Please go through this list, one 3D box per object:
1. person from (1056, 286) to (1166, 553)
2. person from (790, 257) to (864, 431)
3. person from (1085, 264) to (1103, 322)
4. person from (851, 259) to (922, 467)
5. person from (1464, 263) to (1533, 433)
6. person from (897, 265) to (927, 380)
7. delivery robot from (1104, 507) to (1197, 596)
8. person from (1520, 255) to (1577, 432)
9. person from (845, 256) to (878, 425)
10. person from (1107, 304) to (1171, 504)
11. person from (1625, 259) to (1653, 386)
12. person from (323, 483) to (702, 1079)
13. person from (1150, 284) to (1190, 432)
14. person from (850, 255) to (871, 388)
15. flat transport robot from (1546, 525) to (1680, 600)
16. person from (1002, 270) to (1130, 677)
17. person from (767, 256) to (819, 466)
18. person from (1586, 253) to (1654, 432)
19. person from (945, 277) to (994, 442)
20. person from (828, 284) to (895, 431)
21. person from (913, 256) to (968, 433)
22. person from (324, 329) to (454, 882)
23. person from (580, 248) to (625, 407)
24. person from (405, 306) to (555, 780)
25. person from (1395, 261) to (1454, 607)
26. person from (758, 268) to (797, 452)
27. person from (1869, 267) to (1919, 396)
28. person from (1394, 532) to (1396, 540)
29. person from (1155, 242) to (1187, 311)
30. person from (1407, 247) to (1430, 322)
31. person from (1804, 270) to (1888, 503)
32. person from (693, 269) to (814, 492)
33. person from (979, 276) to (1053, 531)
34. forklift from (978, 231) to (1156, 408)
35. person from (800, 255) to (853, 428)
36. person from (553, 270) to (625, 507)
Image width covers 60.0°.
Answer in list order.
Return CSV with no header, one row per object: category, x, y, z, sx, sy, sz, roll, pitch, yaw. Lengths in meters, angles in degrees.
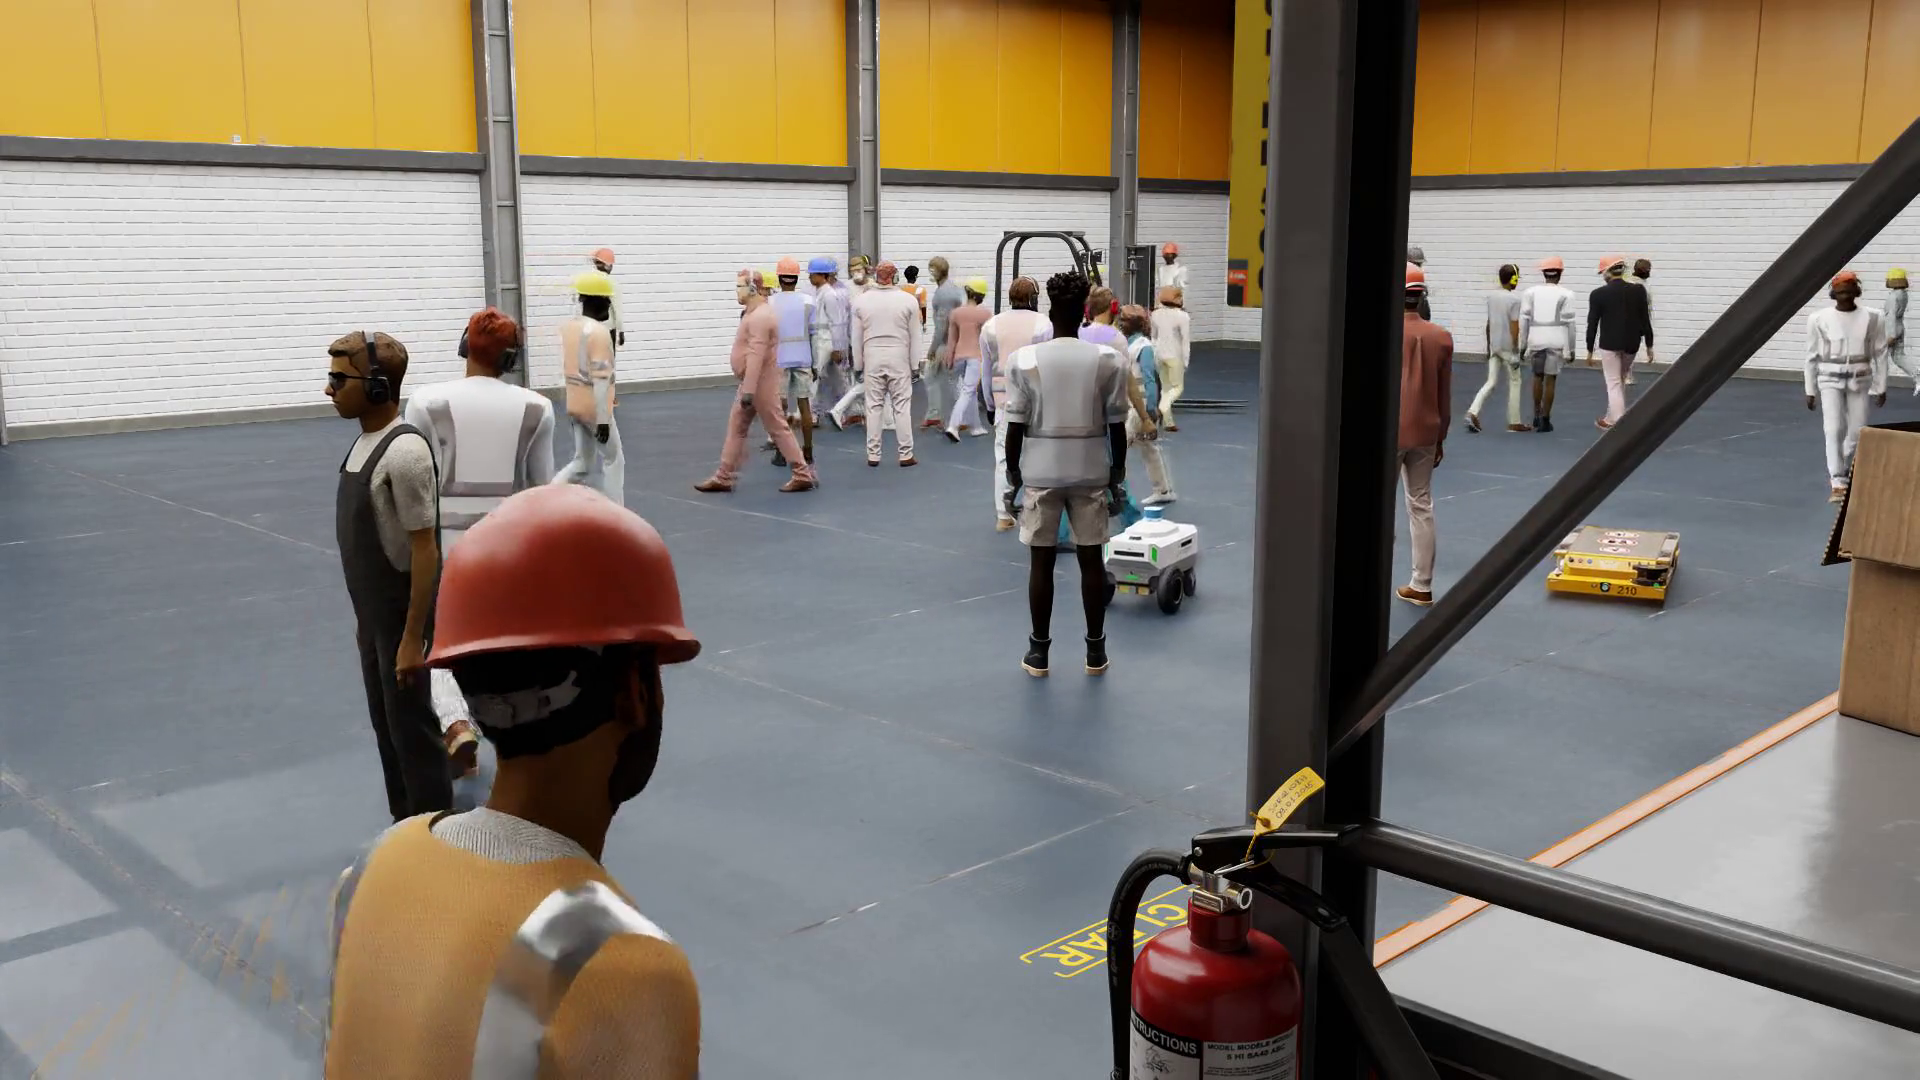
person,0.999,-0.814,11.282,0.992,1.773,0.608,-4,11,-23
person,-1.504,-2.151,18.290,1.016,1.895,0.613,-2,11,-13
person,1.744,-2.746,21.900,0.366,1.750,0.550,0,10,2
person,-0.670,-1.625,15.368,0.643,1.910,0.400,1,10,7
person,5.843,-2.066,17.978,0.842,1.840,0.528,-5,12,-26
person,-0.728,-3.199,24.550,0.534,1.691,0.318,3,11,18
delivery robot,1.116,0.051,9.662,0.477,0.478,0.707,5,12,27
person,6.436,-2.138,18.147,0.580,1.910,0.576,7,13,35
person,-1.098,-2.241,18.749,0.654,1.908,0.493,-1,10,-4
person,1.304,-1.042,13.048,0.869,1.593,0.518,-2,11,-13
person,9.674,-3.113,23.816,0.433,1.799,0.698,3,11,15
person,-0.427,0.900,1.639,0.561,1.883,0.831,9,14,40
person,2.212,-1.928,17.838,0.502,1.614,0.595,9,14,40
person,-1.296,-2.901,22.446,0.532,1.866,0.321,9,13,39
flat transport robot,4.081,0.118,10.331,0.652,0.197,1.431,5,12,26
person,0.509,-0.313,8.053,0.613,1.963,0.361,-1,10,-3
person,-1.574,-1.646,15.400,0.544,1.939,0.355,-3,11,-16
person,6.882,-2.034,17.531,0.675,1.932,0.940,-1,10,-5
person,0.085,-1.880,17.325,0.518,1.706,0.954,7,12,32
person,-1.032,-1.975,18.092,0.782,1.607,0.517,-5,11,-25
person,-0.231,-2.086,17.877,0.723,1.907,0.640,-2,11,-9
person,-1.801,0.261,5.253,0.332,1.844,0.517,-7,13,-34
person,-4.411,-2.630,20.652,0.657,1.973,0.445,6,12,30
person,-1.872,0.032,6.460,0.654,1.859,0.501,-6,12,-29
person,2.513,-0.591,9.525,0.619,1.985,0.406,-3,11,-18
person,-1.829,-1.784,16.497,0.615,1.810,0.617,8,13,38
person,12.462,-2.759,22.081,0.490,1.712,0.773,-9,14,-41
person,2.861,-0.962,11.665,0.353,1.937,0.635,-1,10,-7
person,3.568,-4.019,28.107,0.610,2.026,0.658,7,13,34
person,5.807,-2.804,21.434,1.060,2.000,0.692,1,10,6
person,7.150,-1.252,13.480,0.629,1.860,0.711,4,11,21
person,-1.682,-1.298,13.736,0.990,1.857,0.663,-2,11,-12
person,0.461,-0.968,11.967,0.623,1.844,0.429,4,11,22
forklift,1.222,-2.721,20.561,2.313,2.155,1.214,2,11,13
person,-1.464,-2.205,18.535,0.655,1.906,0.407,-4,11,-19
person,-2.619,-0.906,11.489,0.789,1.904,0.592,-7,13,-35
